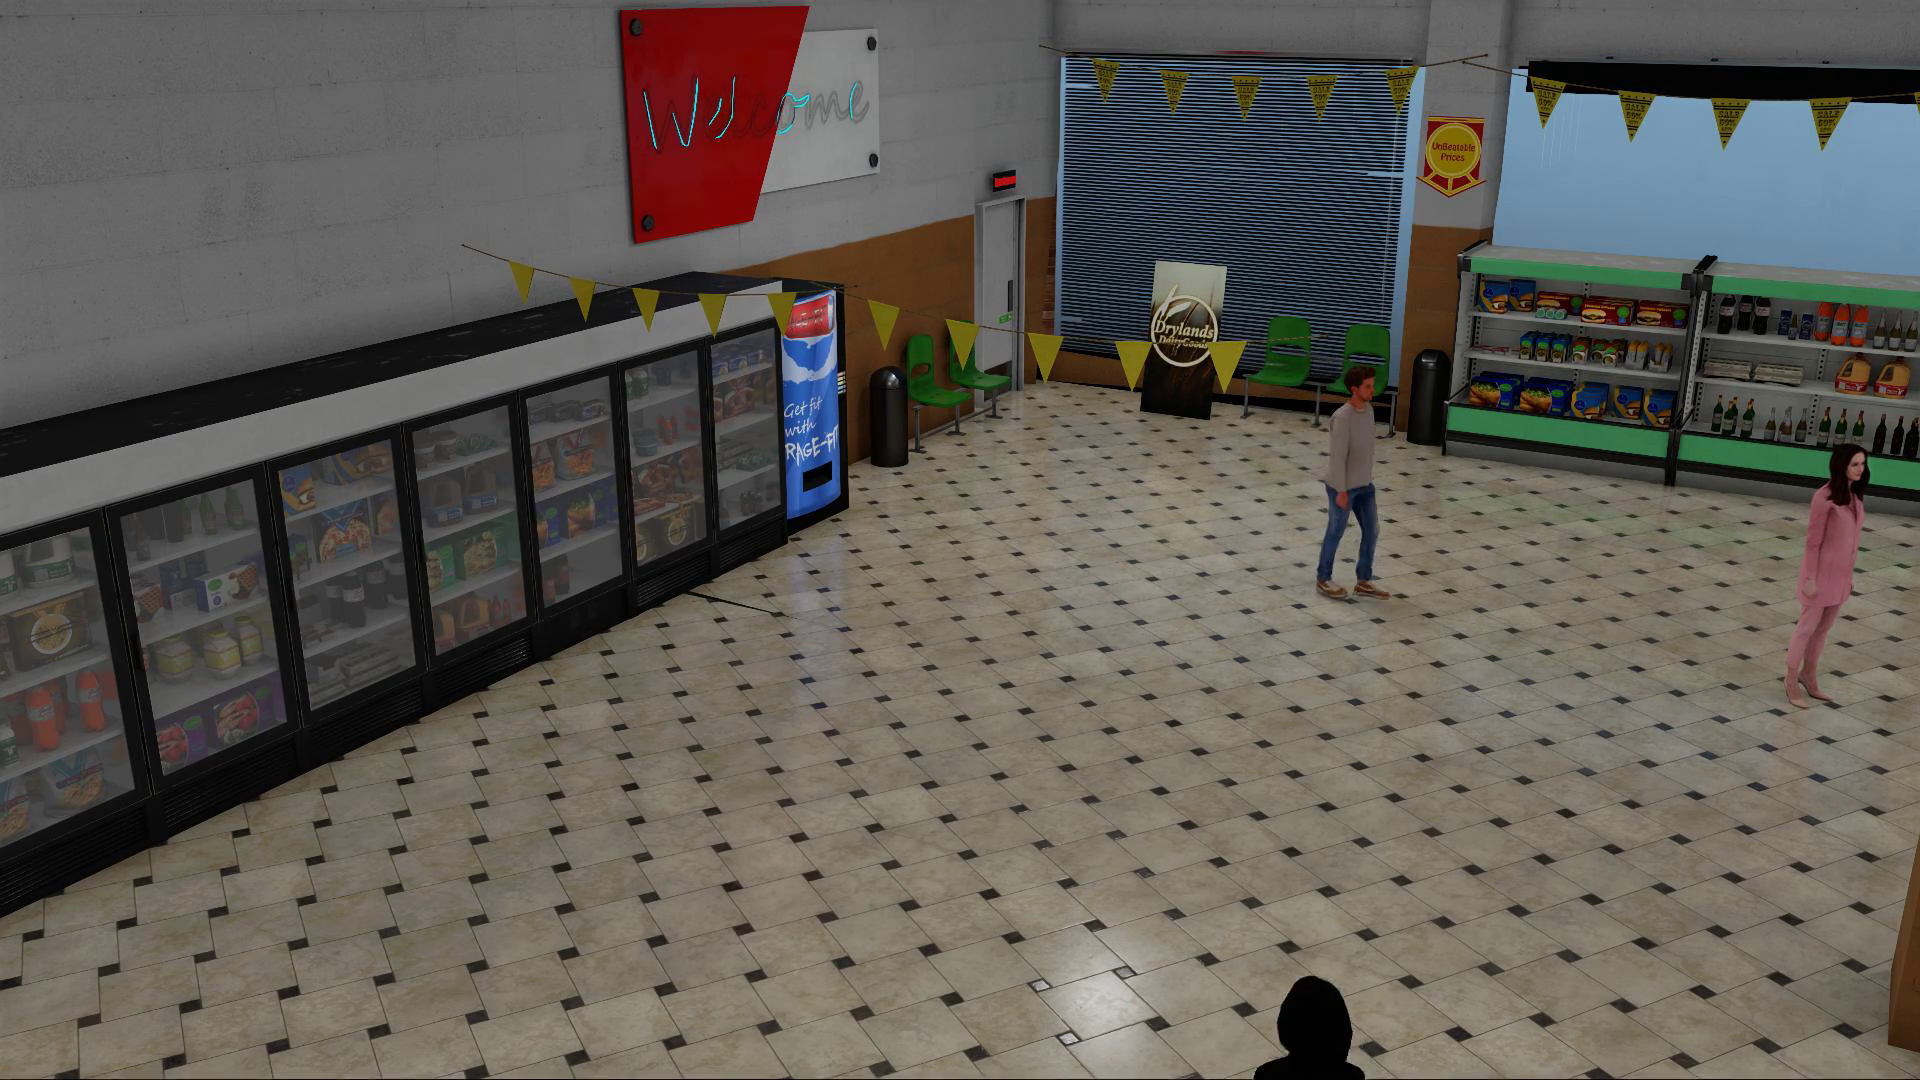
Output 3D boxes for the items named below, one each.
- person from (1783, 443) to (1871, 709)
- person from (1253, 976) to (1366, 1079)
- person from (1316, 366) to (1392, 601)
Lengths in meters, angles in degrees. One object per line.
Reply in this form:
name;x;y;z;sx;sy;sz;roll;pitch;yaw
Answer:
person;5.766;0.226;11.084;0.691;1.803;0.699;-10;21;-27
person;1.115;2.230;5.357;1.165;1.666;0.966;2;19;6
person;2.955;-0.448;12.964;0.917;1.878;0.825;18;25;42
